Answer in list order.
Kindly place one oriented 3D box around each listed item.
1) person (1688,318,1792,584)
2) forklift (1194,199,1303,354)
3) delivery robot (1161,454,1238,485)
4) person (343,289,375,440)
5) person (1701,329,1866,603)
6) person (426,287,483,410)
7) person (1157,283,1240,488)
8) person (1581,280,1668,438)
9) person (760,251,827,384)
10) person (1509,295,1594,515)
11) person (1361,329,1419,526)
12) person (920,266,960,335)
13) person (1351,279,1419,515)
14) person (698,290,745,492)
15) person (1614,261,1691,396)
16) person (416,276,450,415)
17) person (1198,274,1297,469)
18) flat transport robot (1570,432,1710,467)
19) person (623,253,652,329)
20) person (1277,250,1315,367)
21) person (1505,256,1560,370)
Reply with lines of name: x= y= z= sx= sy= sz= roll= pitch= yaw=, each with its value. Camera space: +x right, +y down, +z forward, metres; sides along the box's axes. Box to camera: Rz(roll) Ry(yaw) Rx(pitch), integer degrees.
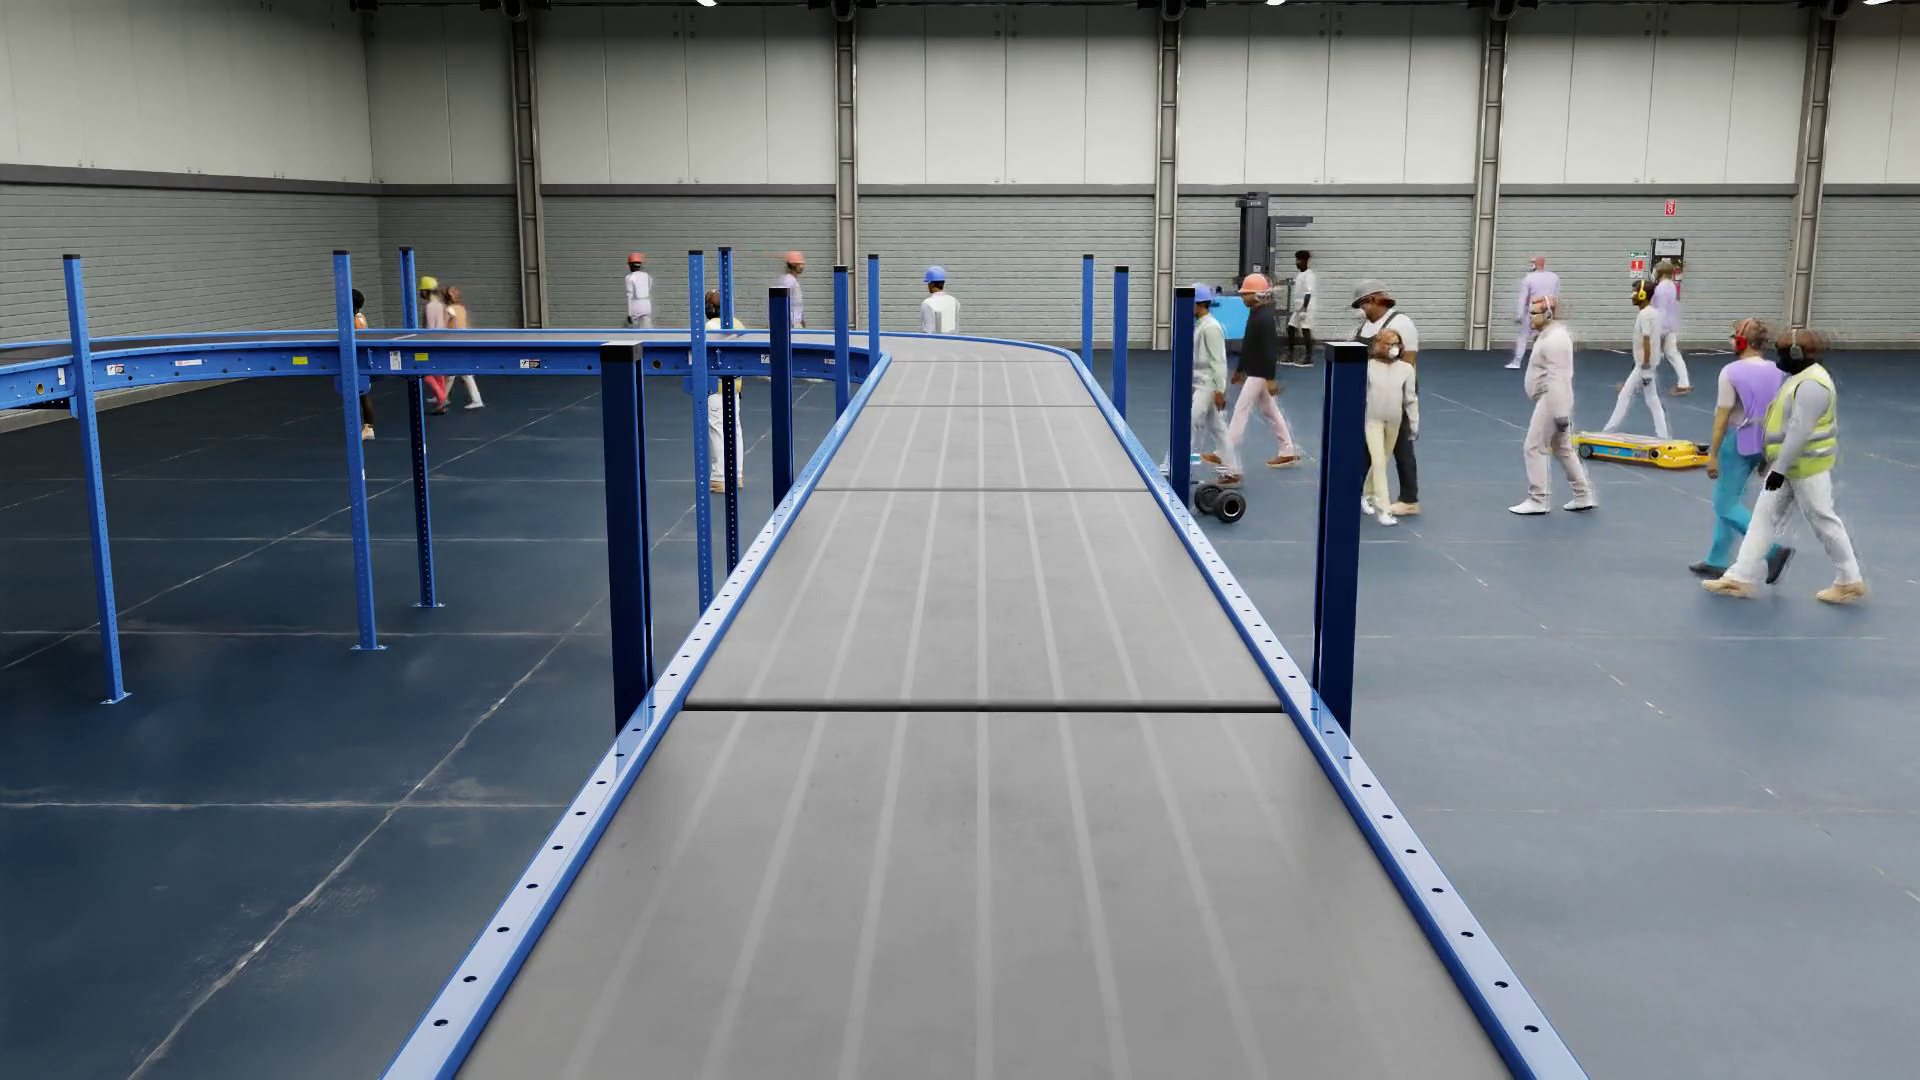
person: x=5.400 y=-0.605 z=11.399 sx=0.579 sy=1.820 sz=0.744 roll=-7 pitch=13 yaw=-31
forklift: x=5.313 y=-4.851 z=30.603 sx=1.873 sy=2.768 sz=1.129 roll=0 pitch=11 yaw=1
delivery robot: x=1.955 y=-0.602 z=13.846 sx=0.698 sy=0.223 sz=0.335 roll=-3 pitch=11 yaw=-15
person: x=-6.810 y=-1.986 z=18.815 sx=0.315 sy=1.696 sz=0.549 roll=-4 pitch=12 yaw=-20
person: x=5.495 y=-0.480 z=10.879 sx=0.991 sy=1.781 sz=0.627 roll=2 pitch=11 yaw=11
person: x=-6.633 y=-2.499 z=21.715 sx=0.854 sy=1.590 sz=0.528 roll=2 pitch=11 yaw=8
person: x=2.156 y=-1.406 z=15.341 sx=0.998 sy=1.886 sz=0.629 roll=0 pitch=11 yaw=0
person: x=7.266 y=-1.884 z=17.962 sx=0.940 sy=1.821 sz=0.571 roll=7 pitch=13 yaw=32
person: x=-2.601 y=-3.372 z=25.208 sx=1.068 sy=1.995 sz=0.631 roll=0 pitch=11 yaw=0
person: x=5.075 y=-1.133 z=14.049 sx=0.695 sy=1.855 sz=0.664 roll=4 pitch=12 yaw=18
person: x=3.507 y=-0.965 z=13.826 sx=0.512 sy=1.596 sz=0.827 roll=-2 pitch=11 yaw=-12
person: x=-0.251 y=-2.130 z=18.910 sx=0.405 sy=1.945 sz=0.615 roll=8 pitch=14 yaw=37
person: x=3.593 y=-1.236 z=14.187 sx=0.544 sy=2.000 sz=0.716 roll=-6 pitch=13 yaw=-30
person: x=-2.220 y=-1.373 z=15.295 sx=0.429 sy=1.842 sz=0.633 roll=6 pitch=12 yaw=27
person: x=9.905 y=-2.990 z=23.519 sx=1.039 sy=1.882 sz=0.650 roll=9 pitch=14 yaw=38
person: x=-6.692 y=-2.458 z=21.095 sx=0.345 sy=1.756 sz=0.538 roll=1 pitch=11 yaw=3
person: x=2.920 y=-1.667 z=16.568 sx=1.042 sy=1.940 sz=0.617 roll=0 pitch=11 yaw=3
flat transport robot: x=6.989 y=-0.959 z=17.325 sx=0.652 sy=0.197 sz=1.431 roll=-8 pitch=14 yaw=-36
person: x=-5.385 y=-3.791 z=27.556 sx=0.539 sy=1.900 sz=0.816 roll=-10 pitch=15 yaw=-42
person: x=5.612 y=-3.868 z=27.825 sx=0.709 sy=1.947 sz=0.642 roll=-2 pitch=11 yaw=-9
person: x=9.510 y=-3.732 z=27.424 sx=0.814 sy=1.855 sz=0.554 roll=-1 pitch=11 yaw=-5
